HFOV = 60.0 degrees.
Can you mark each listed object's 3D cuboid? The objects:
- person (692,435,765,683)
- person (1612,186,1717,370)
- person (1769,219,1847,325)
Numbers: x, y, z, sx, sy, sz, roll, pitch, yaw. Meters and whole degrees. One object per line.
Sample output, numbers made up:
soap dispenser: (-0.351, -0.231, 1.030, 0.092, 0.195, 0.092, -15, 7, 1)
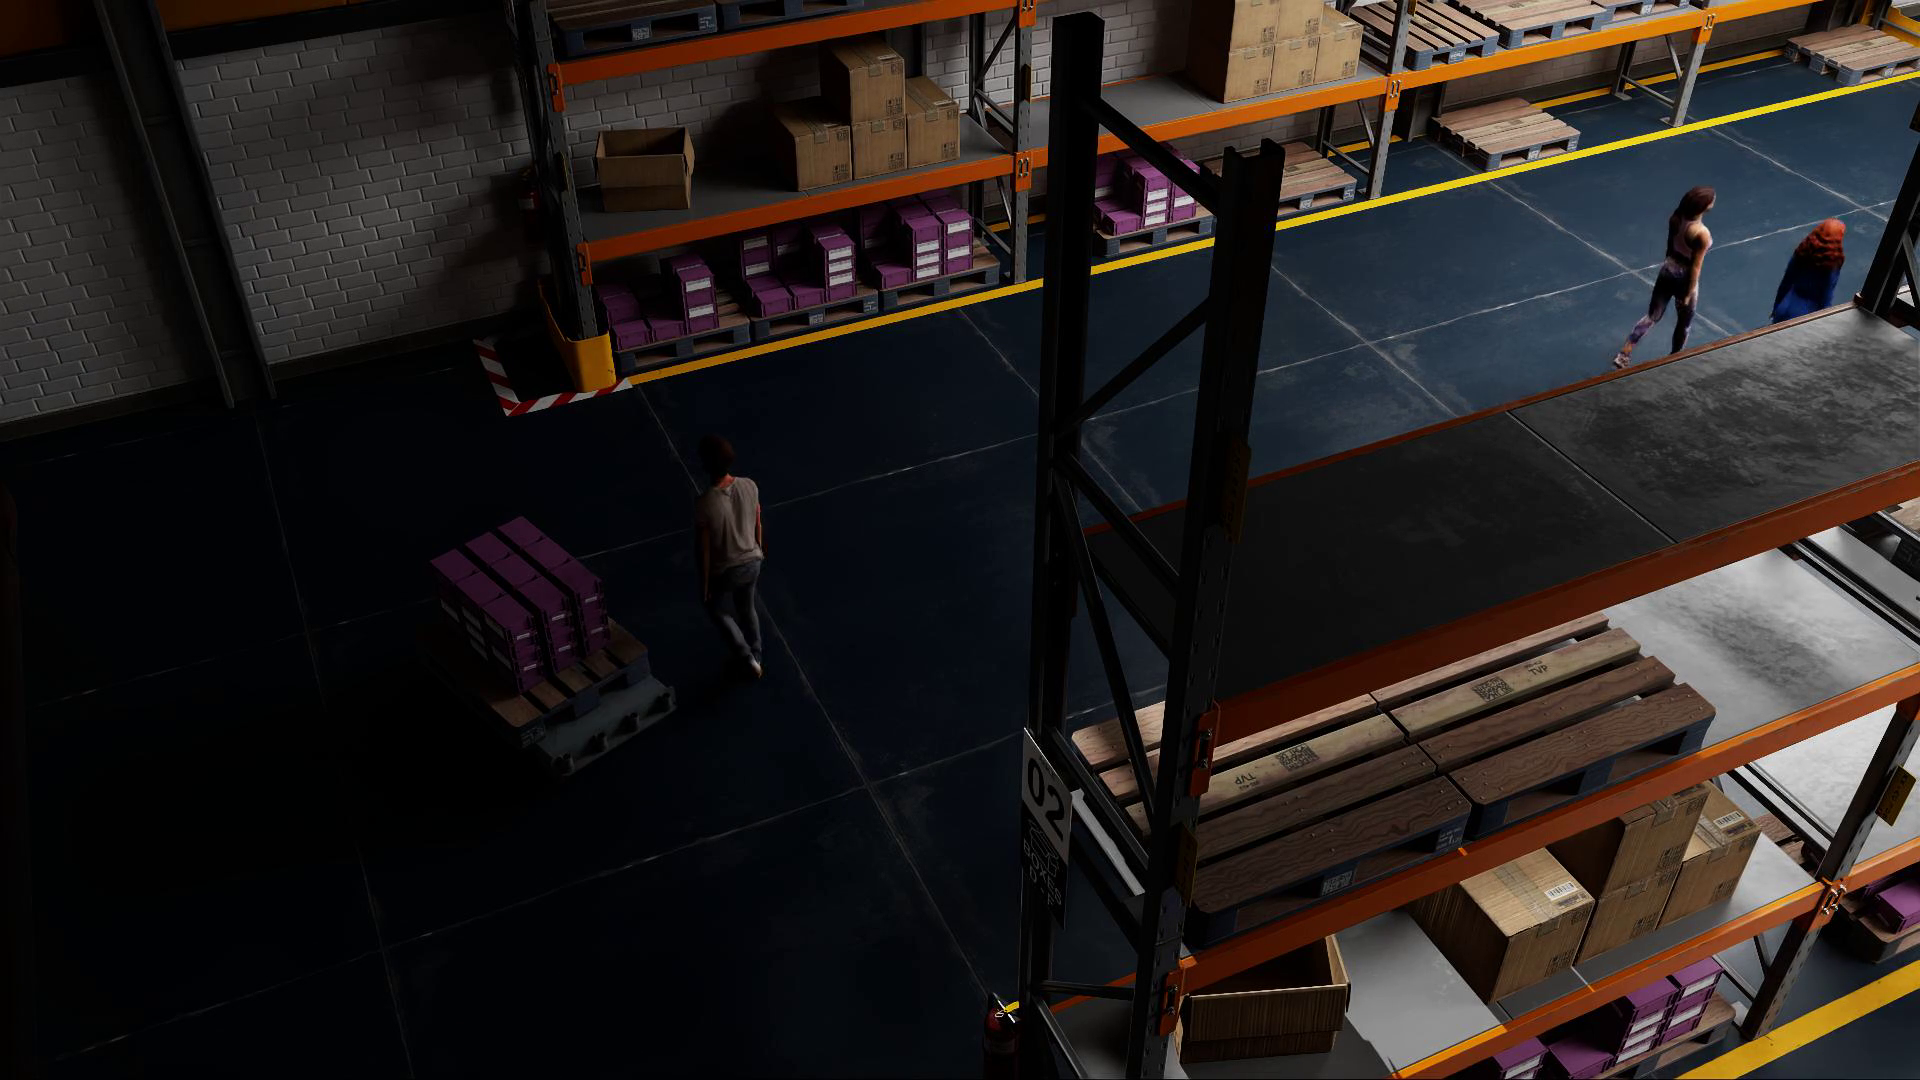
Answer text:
person: (-1.421, 0.207, 10.684, 0.779, 1.877, 0.870, -25, 45, -27)
person: (5.838, -2.103, 13.683, 1.046, 1.744, 0.606, -19, 43, -23)
person: (6.488, -1.669, 13.081, 0.717, 1.817, 0.672, -10, 40, -12)
